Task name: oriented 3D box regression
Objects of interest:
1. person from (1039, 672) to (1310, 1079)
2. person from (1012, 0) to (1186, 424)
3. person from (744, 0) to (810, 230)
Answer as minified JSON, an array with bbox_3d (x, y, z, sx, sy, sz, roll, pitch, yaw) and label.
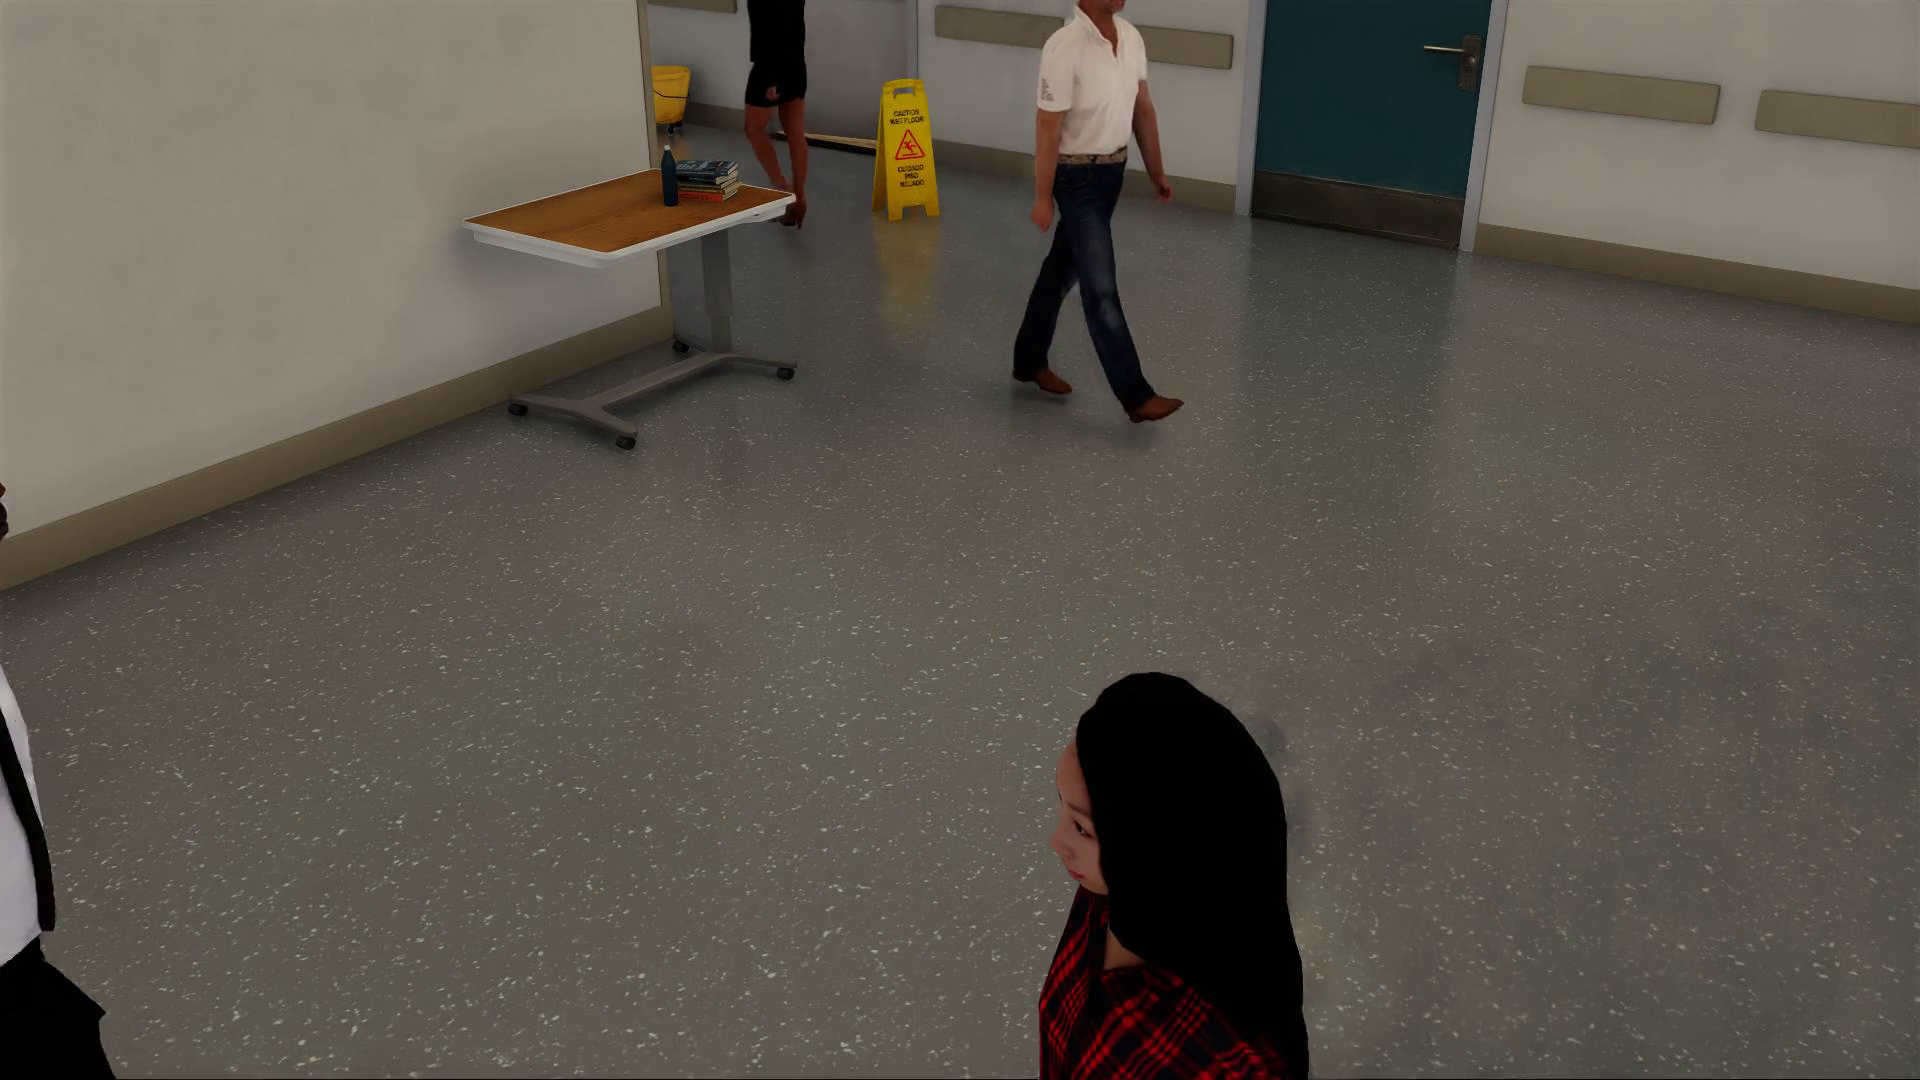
[{"bbox_3d":[0.346,0.878,2.053,1.053,1.604,1.102,-9,27,-17],"label":"person"},{"bbox_3d":[0.419,-1.389,6.521,1.241,1.807,0.817,22,34,38],"label":"person"},{"bbox_3d":[-0.900,-2.473,8.973,0.606,1.630,0.577,15,30,29],"label":"person"}]
